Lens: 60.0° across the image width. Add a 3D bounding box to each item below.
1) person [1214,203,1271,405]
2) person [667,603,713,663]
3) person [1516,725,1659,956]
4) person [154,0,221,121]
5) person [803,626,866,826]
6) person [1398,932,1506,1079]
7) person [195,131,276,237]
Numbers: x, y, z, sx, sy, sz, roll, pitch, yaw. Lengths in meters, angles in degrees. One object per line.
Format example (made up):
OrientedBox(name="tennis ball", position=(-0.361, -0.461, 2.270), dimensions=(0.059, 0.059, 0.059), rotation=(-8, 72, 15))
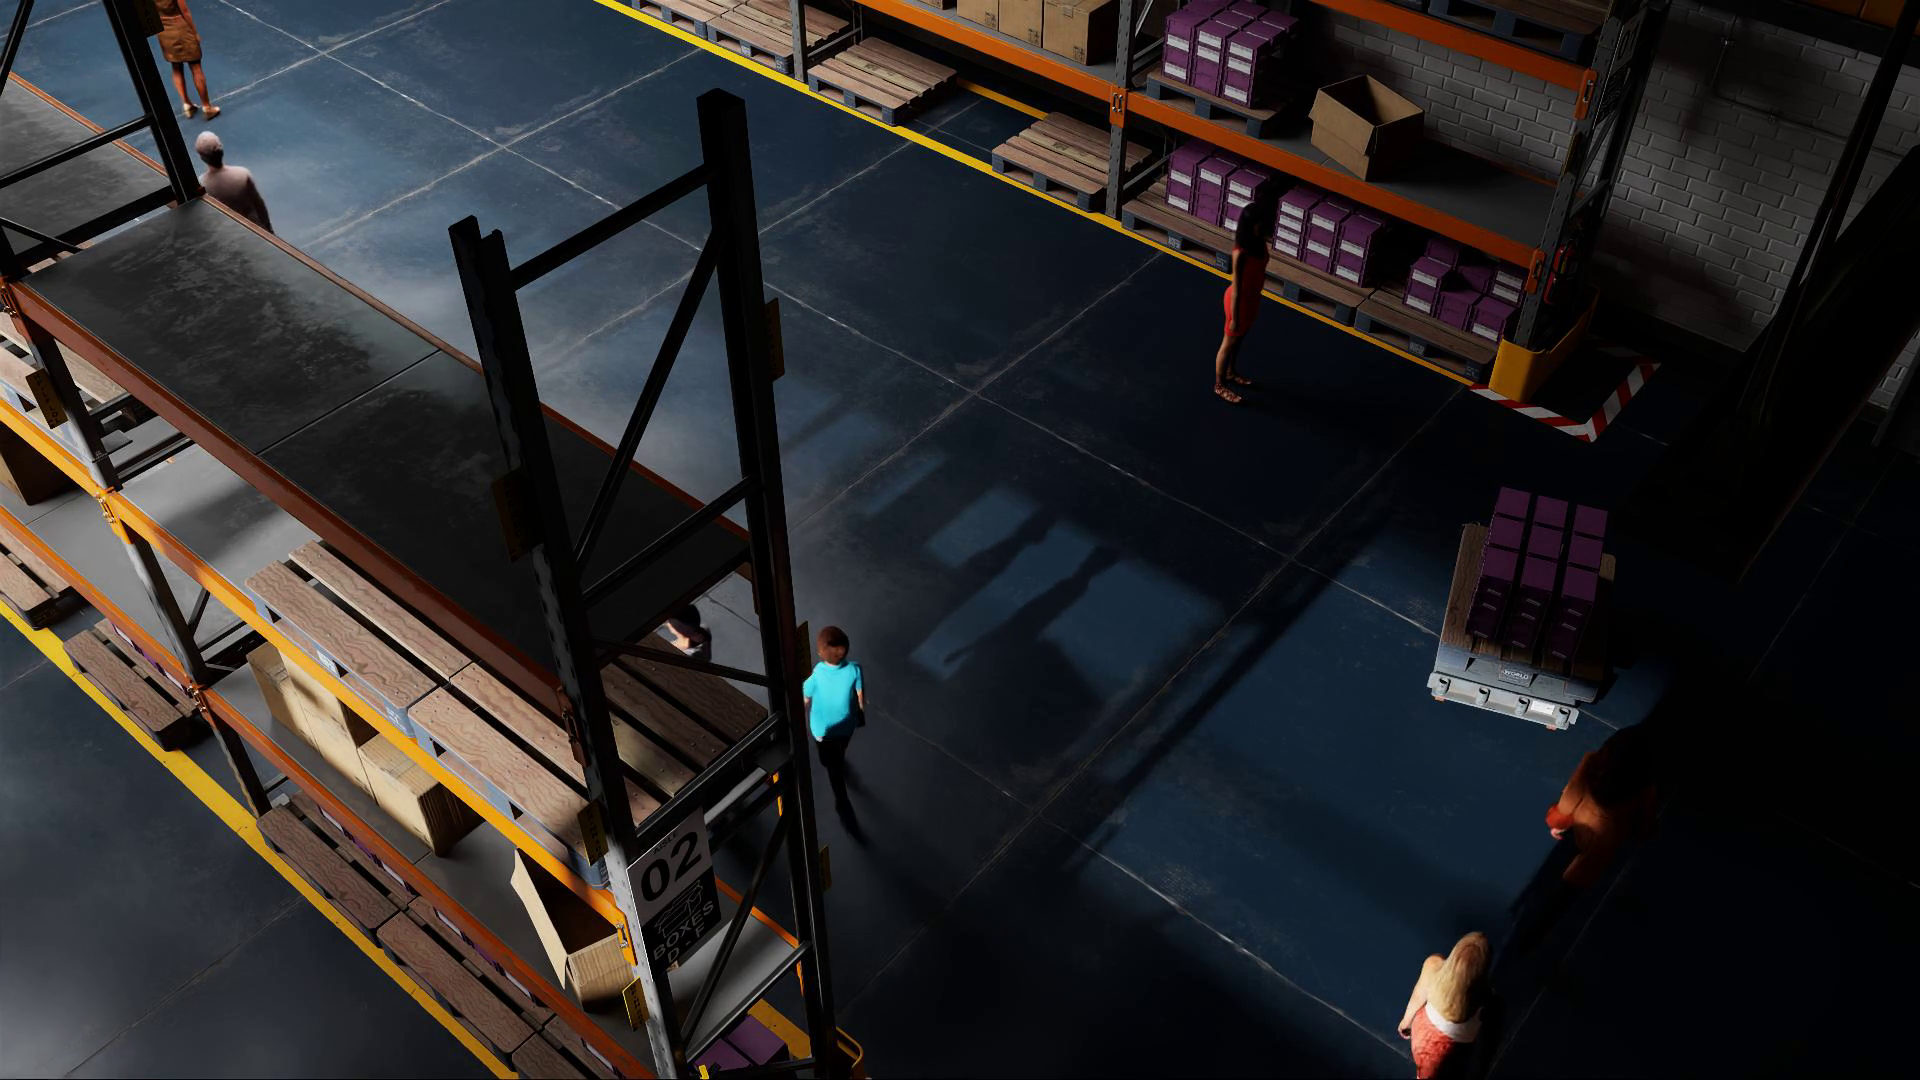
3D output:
OrientedBox(name="person", position=(2.201, -1.864, 12.975), dimensions=(0.568, 1.719, 0.628), rotation=(21, 47, 21))
OrientedBox(name="person", position=(-1.565, 1.000, 9.929), dimensions=(0.644, 1.774, 0.654), rotation=(15, 46, 15))
OrientedBox(name="person", position=(3.497, 1.712, 9.264), dimensions=(0.869, 1.661, 1.192), rotation=(-31, 51, -28))
OrientedBox(name="person", position=(-7.631, -4.920, 16.208), dimensions=(0.600, 1.684, 0.700), rotation=(6, 44, 6))
OrientedBox(name="person", position=(-0.743, 1.127, 10.052), dimensions=(0.796, 1.420, 1.016), rotation=(-17, 46, -17))
OrientedBox(name="person", position=(2.329, 2.586, 8.266), dimensions=(0.855, 1.771, 1.142), rotation=(-28, 50, -27))
OrientedBox(name="person", position=(-5.759, -2.378, 13.413), dimensions=(0.731, 1.859, 0.704), rotation=(-30, 51, -28))
